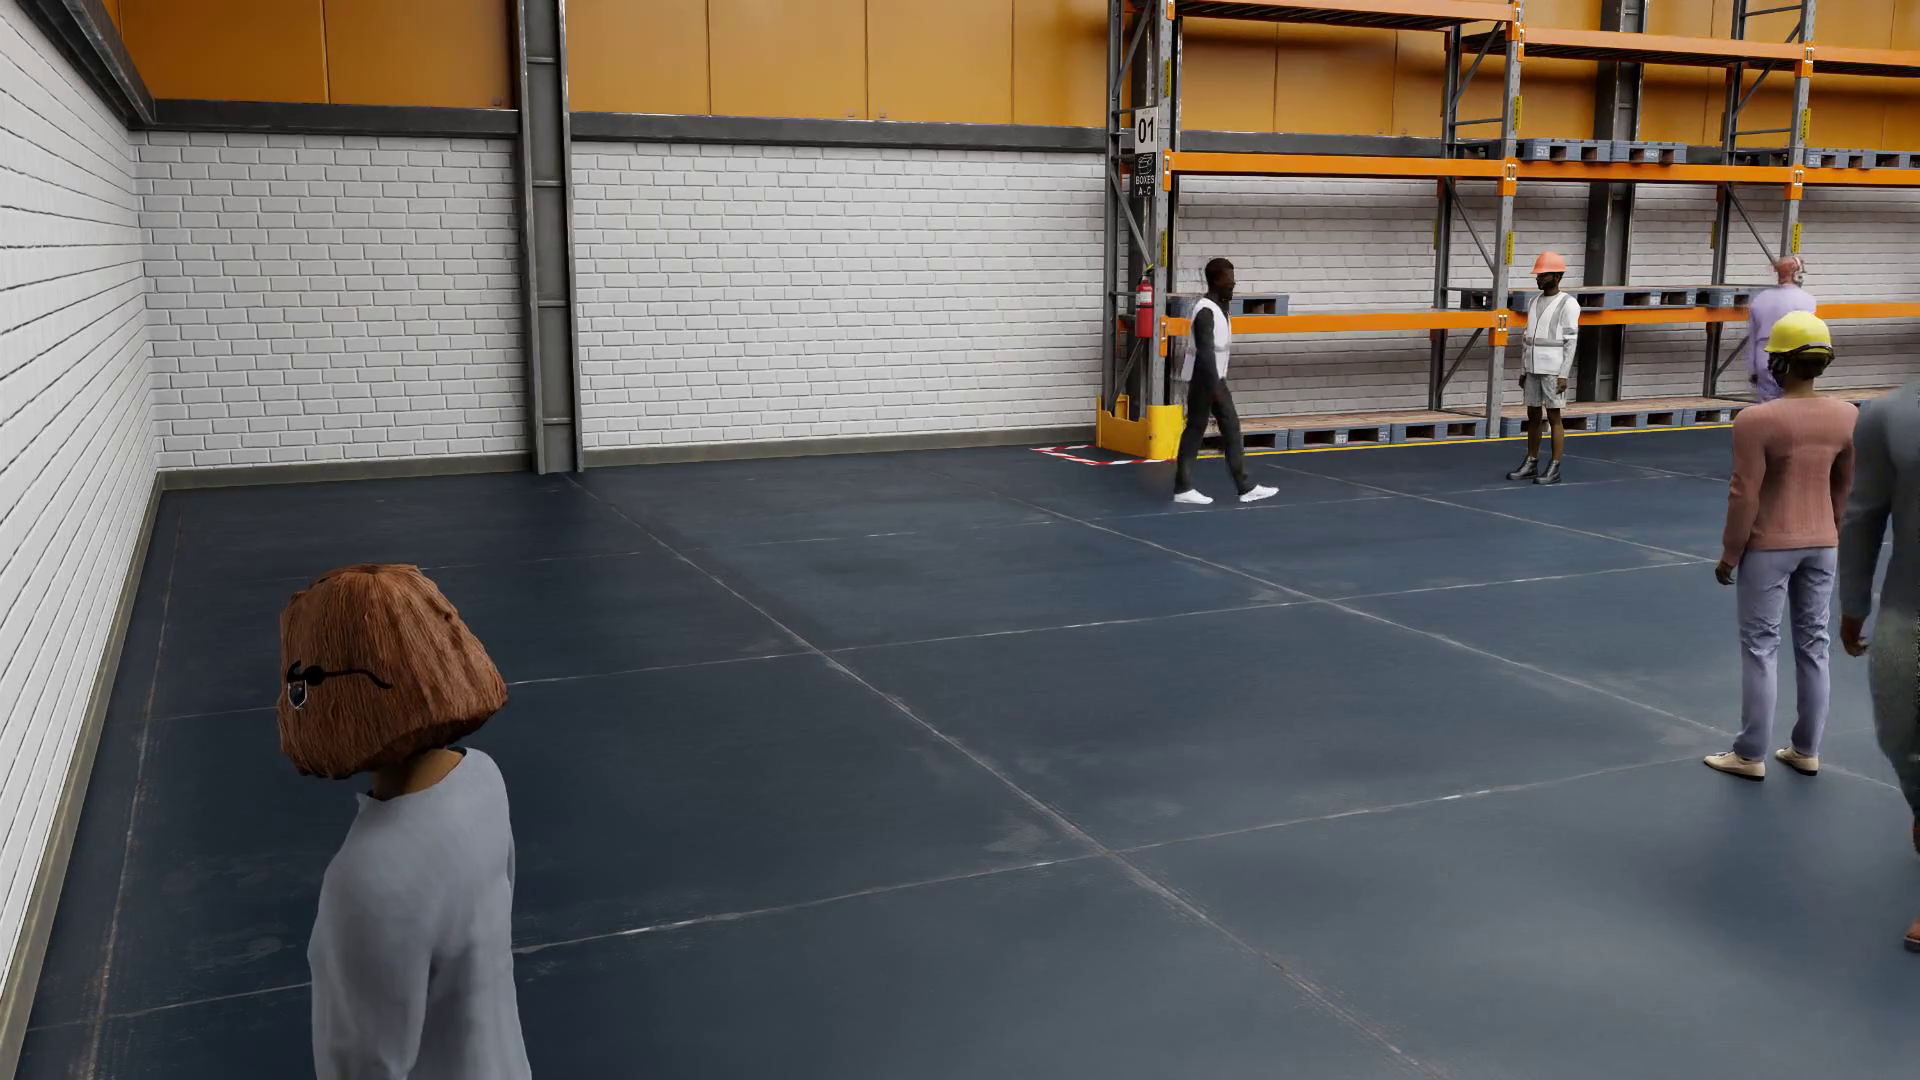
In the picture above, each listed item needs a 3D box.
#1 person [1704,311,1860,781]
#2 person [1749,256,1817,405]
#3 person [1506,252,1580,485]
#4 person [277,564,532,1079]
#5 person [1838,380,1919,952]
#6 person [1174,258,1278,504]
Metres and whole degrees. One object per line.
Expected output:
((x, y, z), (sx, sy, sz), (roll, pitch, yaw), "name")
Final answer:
((3.094, 0.031, 6.256), (0.524, 1.769, 0.308), (-2, 10, -13), "person")
((7.094, -1.485, 14.321), (0.426, 1.895, 0.667), (-4, 11, -22), "person")
((4.897, -1.435, 13.940), (0.356, 1.938, 0.543), (-5, 11, -25), "person")
((-0.690, 0.835, 2.166), (0.271, 1.627, 0.502), (0, 10, -1), "person")
((2.967, 0.198, 4.941), (0.635, 1.919, 0.785), (9, 13, 41), "person")
((2.054, -1.195, 12.736), (0.883, 1.883, 0.620), (4, 11, 22), "person")
